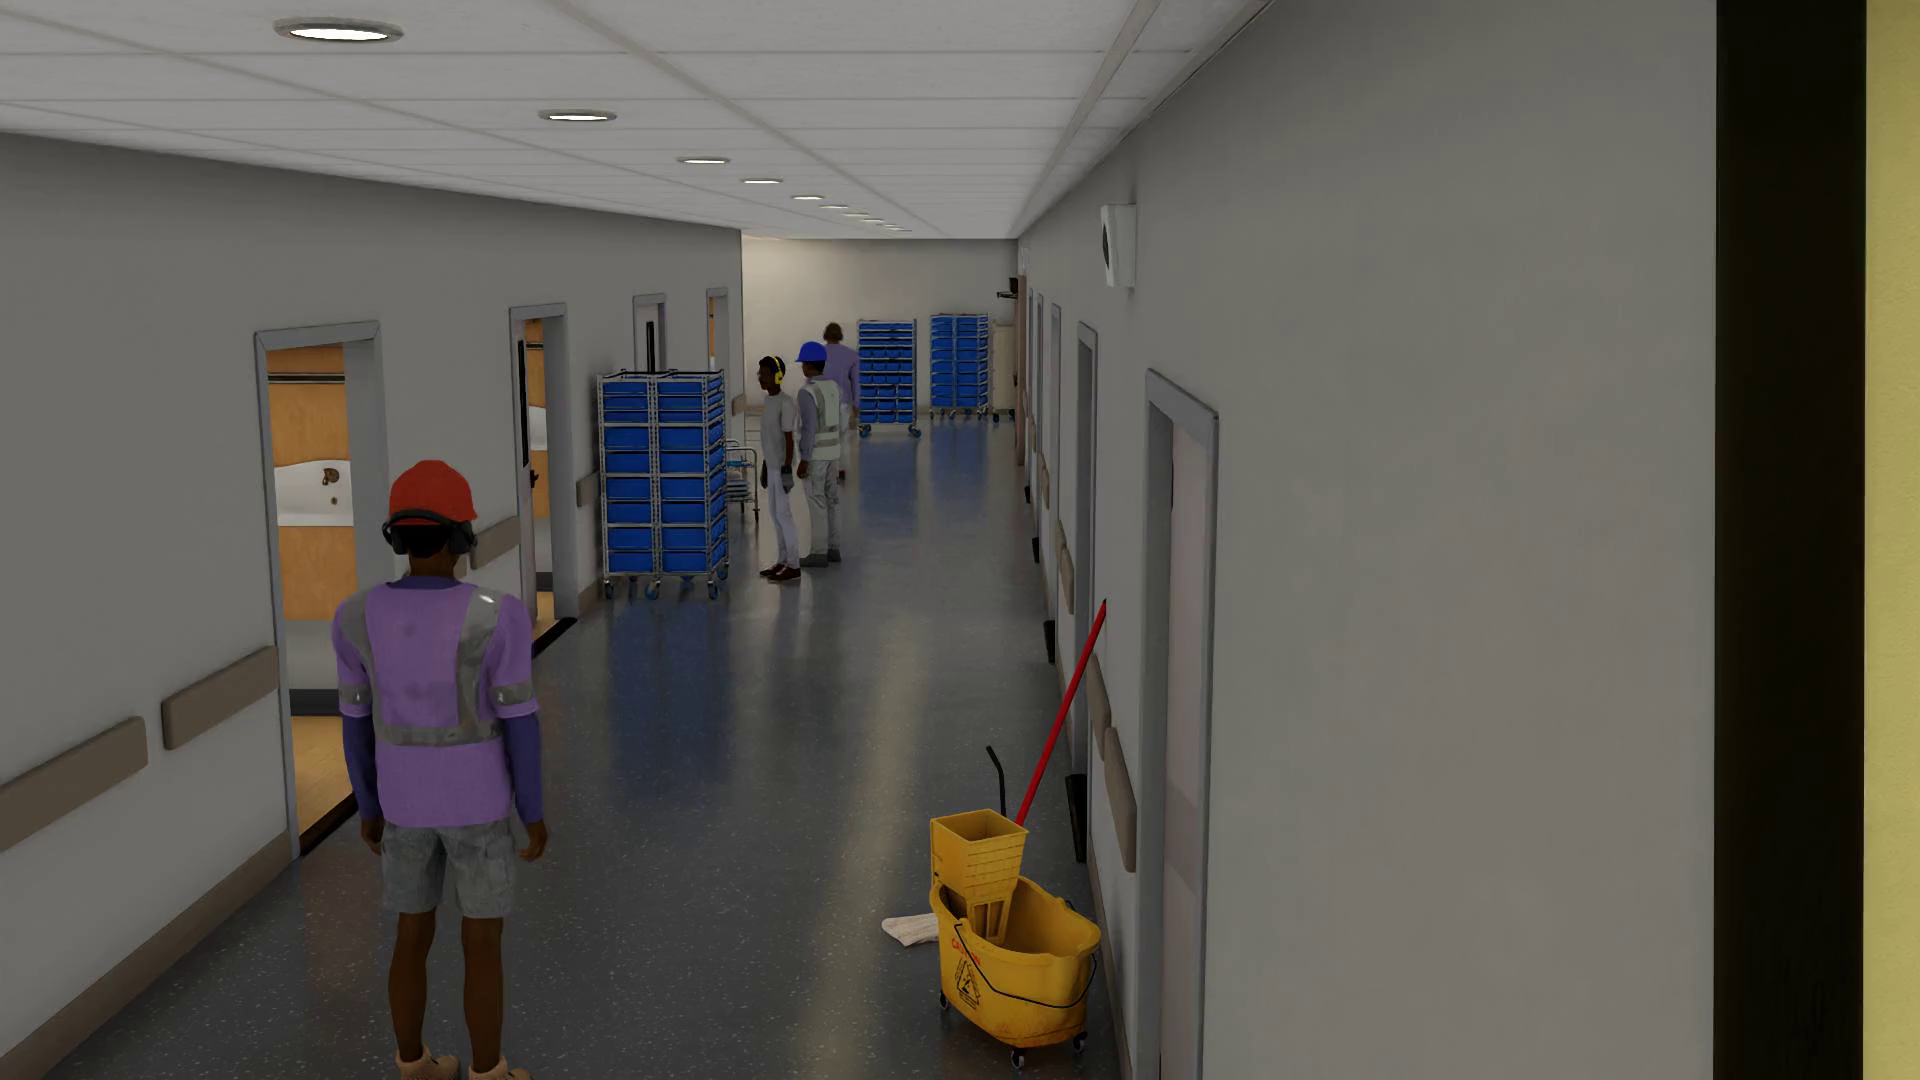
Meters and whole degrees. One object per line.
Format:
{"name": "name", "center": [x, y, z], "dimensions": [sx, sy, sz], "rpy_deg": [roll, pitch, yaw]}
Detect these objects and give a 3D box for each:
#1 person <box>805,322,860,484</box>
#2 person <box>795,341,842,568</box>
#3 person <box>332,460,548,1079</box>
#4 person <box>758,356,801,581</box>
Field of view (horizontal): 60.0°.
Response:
{"name": "person", "center": [-1.545, -1.646, 19.939], "dimensions": [0.634, 1.909, 0.867], "rpy_deg": [-3, 10, -16]}
{"name": "person", "center": [-1.234, -0.738, 14.363], "dimensions": [0.402, 1.945, 0.614], "rpy_deg": [4, 10, 22]}
{"name": "person", "center": [-1.549, 0.776, 5.026], "dimensions": [0.606, 2.042, 0.397], "rpy_deg": [2, 10, 9]}
{"name": "person", "center": [-1.505, -0.592, 13.763], "dimensions": [0.334, 1.864, 0.503], "rpy_deg": [-4, 10, -25]}
